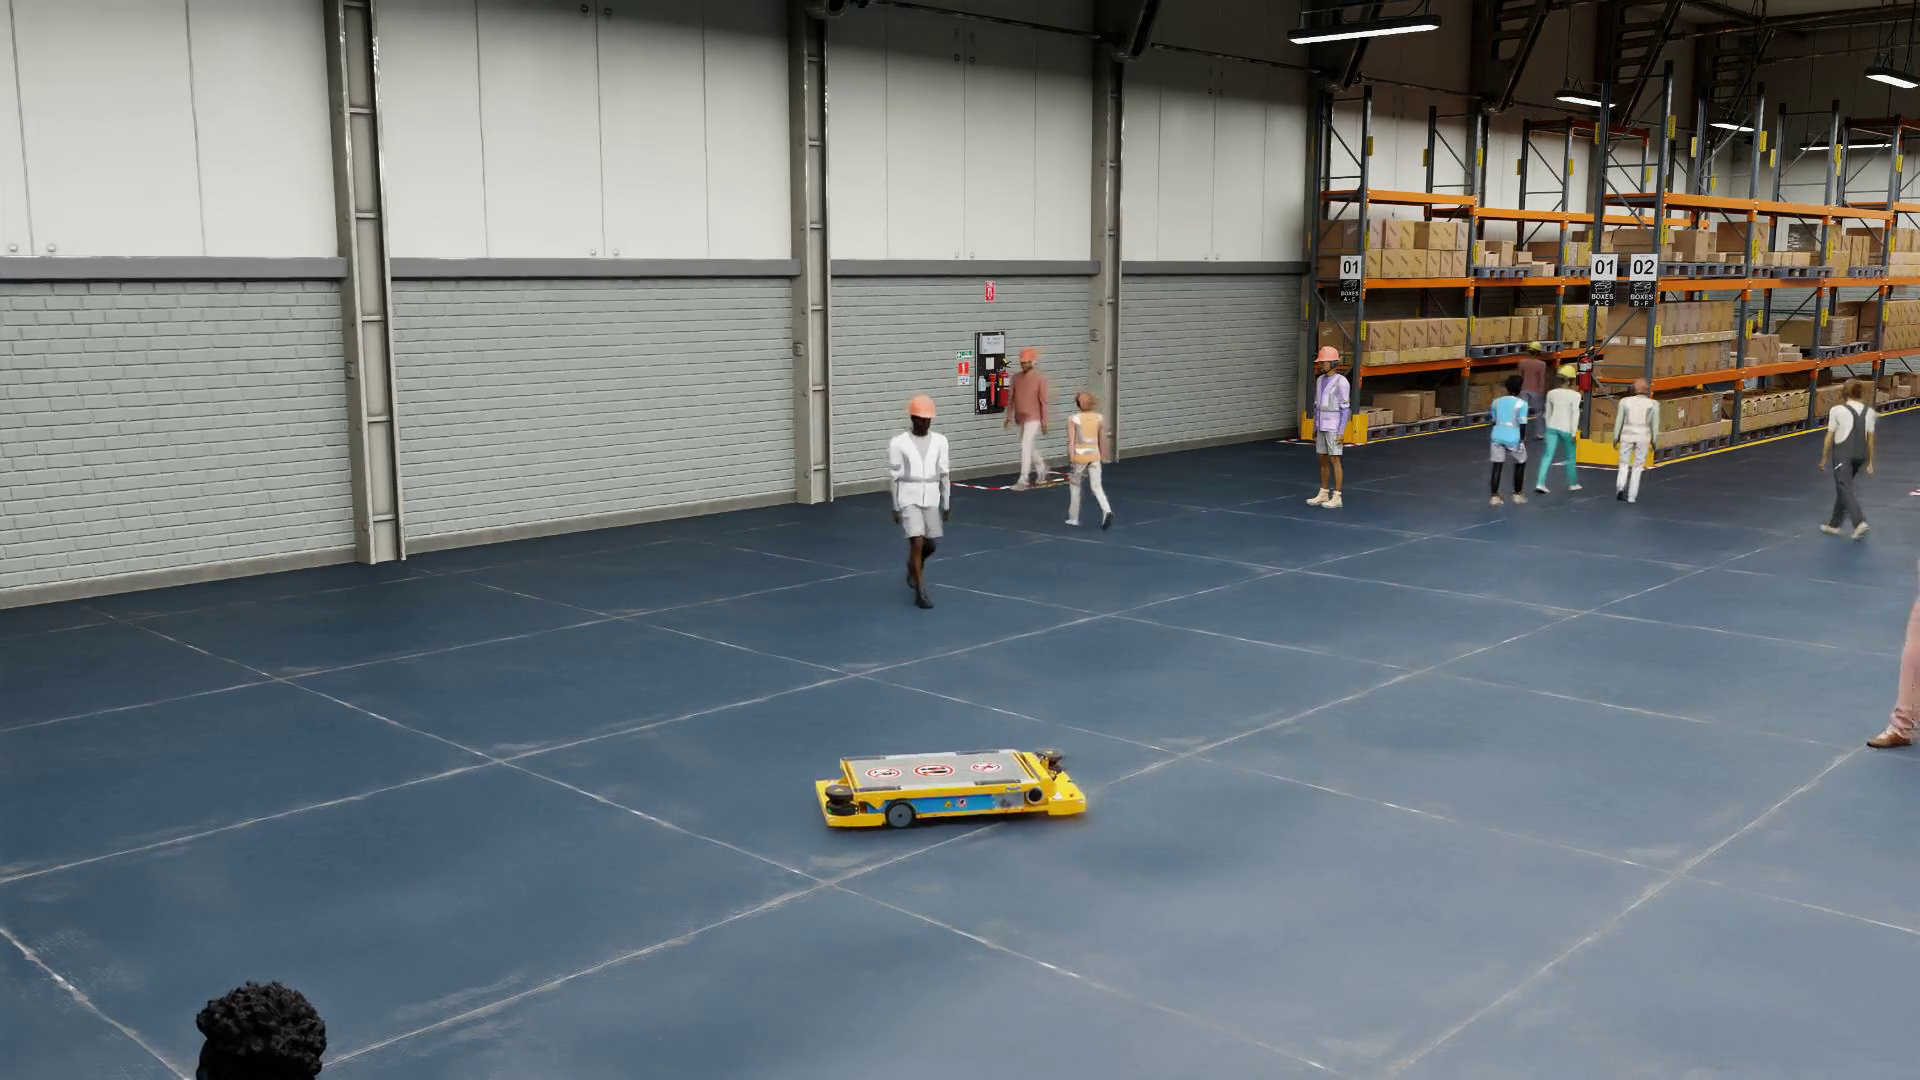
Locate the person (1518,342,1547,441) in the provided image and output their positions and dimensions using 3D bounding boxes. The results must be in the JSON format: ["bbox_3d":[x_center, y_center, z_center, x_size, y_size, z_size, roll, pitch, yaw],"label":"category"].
[{"bbox_3d":[10.038,-2.597,29.128,0.531,1.733,0.838,8,12,39],"label":"person"}]

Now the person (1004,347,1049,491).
[{"bbox_3d":[0.972,-1.677,22.838,0.622,1.963,0.921,8,13,42],"label":"person"}]

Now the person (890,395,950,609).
[{"bbox_3d":[-0.377,-0.369,15.017,0.544,1.915,0.742,-3,10,-18],"label":"person"}]

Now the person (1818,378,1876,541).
[{"bbox_3d":[9.978,-0.901,18.569,0.504,1.812,0.896,-1,9,-9],"label":"person"}]

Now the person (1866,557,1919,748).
[{"bbox_3d":[6.285,0.404,10.438,0.969,1.867,0.656,-2,10,-13],"label":"person"}]

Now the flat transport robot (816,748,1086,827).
[{"bbox_3d":[-0.066,1.378,9.334,1.431,0.197,0.652,-2,9,-10],"label":"flat transport robot"}]

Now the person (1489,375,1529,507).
[{"bbox_3d":[7.011,-1.260,21.137,0.684,1.667,0.550,-8,12,-41],"label":"person"}]

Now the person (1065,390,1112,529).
[{"bbox_3d":[1.503,-0.927,19.323,0.526,1.614,0.740,-5,10,-26],"label":"person"}]

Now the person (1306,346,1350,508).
[{"bbox_3d":[4.640,-1.420,21.002,0.394,2.042,0.611,-4,10,-22],"label":"person"}]

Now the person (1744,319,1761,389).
[{"bbox_3d":[17.776,-4.025,37.393,0.415,1.871,0.612,-2,10,-14],"label":"person"}]

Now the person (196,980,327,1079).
[{"bbox_3d":[-1.305,1.669,3.229,0.315,1.696,0.540,-8,13,-42],"label":"person"}]

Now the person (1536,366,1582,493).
[{"bbox_3d":[8.076,-1.483,22.364,0.898,1.722,0.536,-7,12,-38],"label":"person"}]

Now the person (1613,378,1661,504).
[{"bbox_3d":[8.679,-1.269,21.341,0.535,1.619,0.372,5,10,27],"label":"person"}]
